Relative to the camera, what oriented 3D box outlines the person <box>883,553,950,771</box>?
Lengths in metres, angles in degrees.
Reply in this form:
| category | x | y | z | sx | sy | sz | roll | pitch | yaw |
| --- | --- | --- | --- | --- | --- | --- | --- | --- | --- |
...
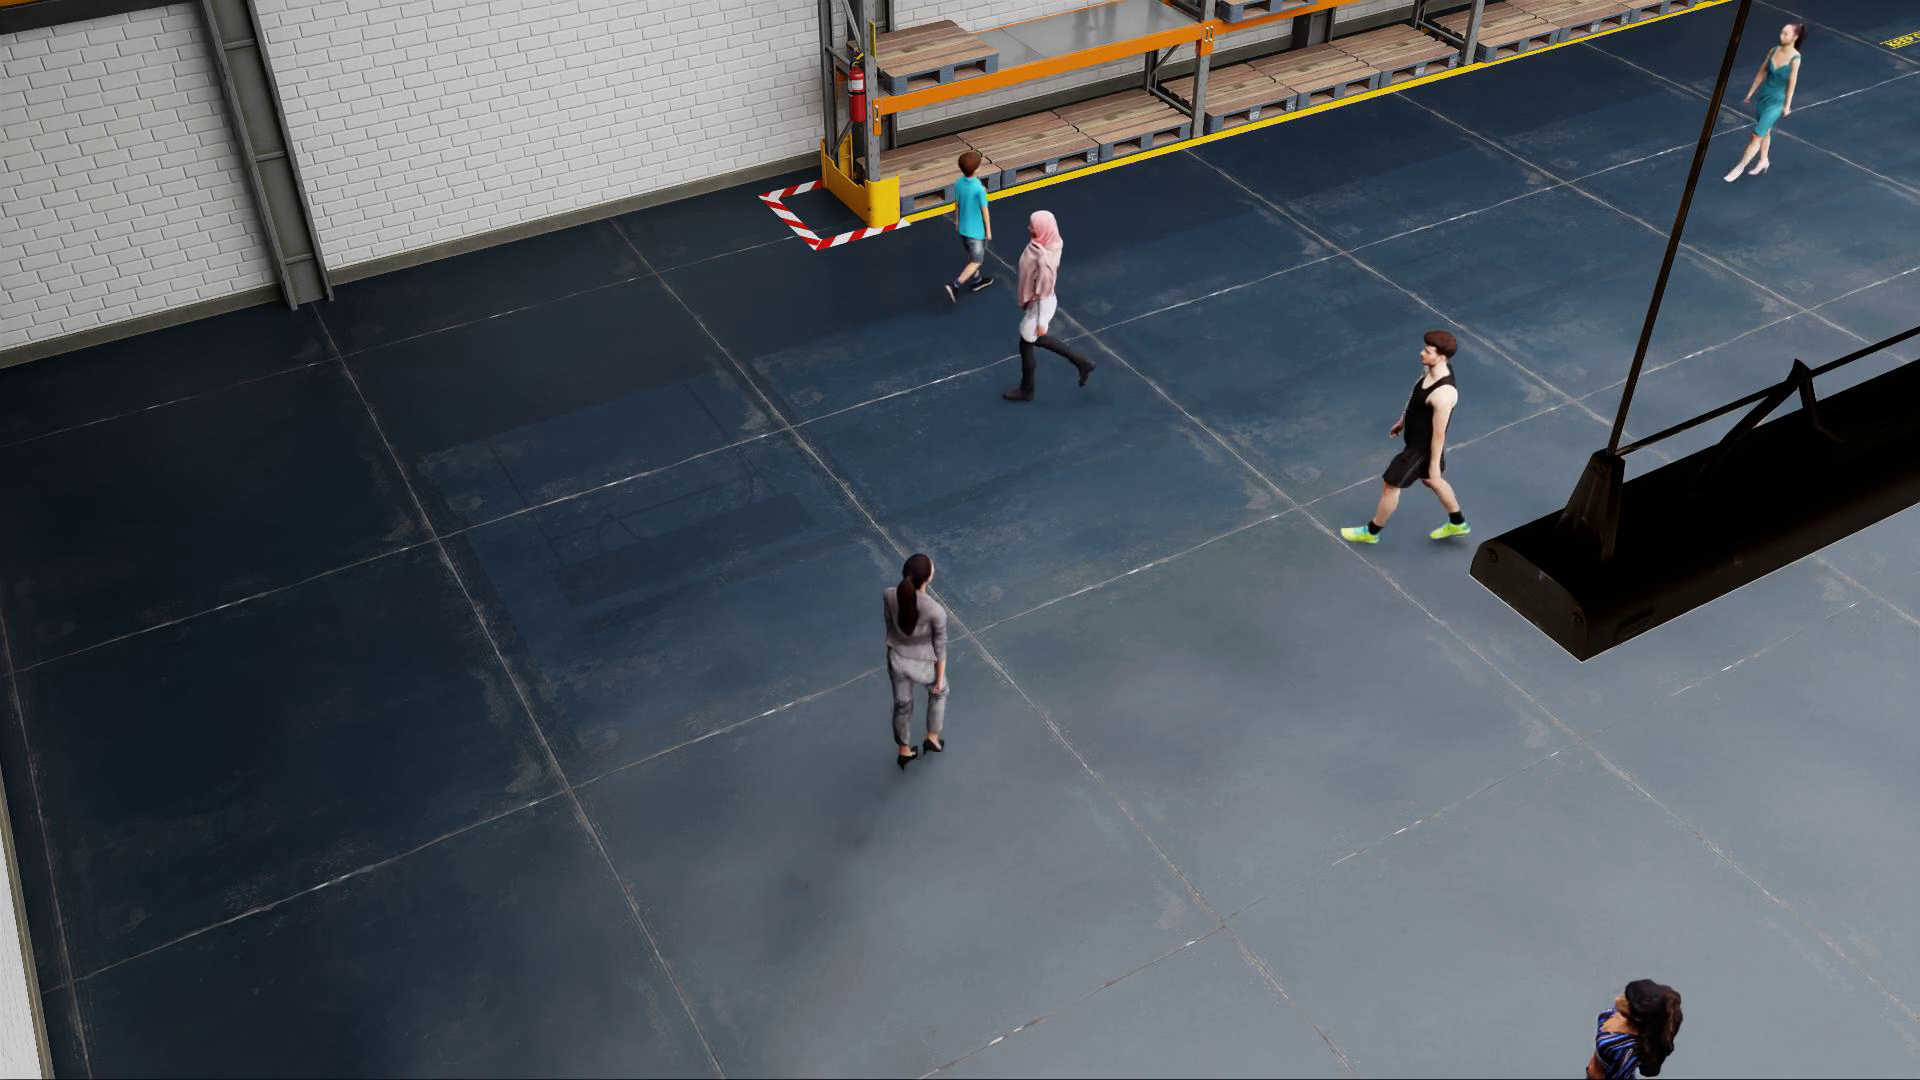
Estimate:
| category | x | y | z | sx | sy | sz | roll | pitch | yaw |
| --- | --- | --- | --- | --- | --- | --- | --- | --- | --- |
| person | -0.335 | 0.835 | 10.390 | 0.746 | 1.661 | 0.788 | 16 | 41 | 19 |

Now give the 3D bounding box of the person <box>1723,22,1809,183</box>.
| category | x | y | z | sx | sy | sz | roll | pitch | yaw |
| --- | --- | --- | --- | --- | --- | --- | --- | --- | --- |
| person | 8.384 | -4.487 | 17.053 | 0.883 | 1.663 | 0.673 | -14 | 41 | -16 |

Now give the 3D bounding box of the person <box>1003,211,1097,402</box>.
| category | x | y | z | sx | sy | sz | roll | pitch | yaw |
| --- | --- | --- | --- | --- | --- | --- | --- | --- | --- |
| person | 0.750 | -1.894 | 13.708 | 1.118 | 1.786 | 0.963 | 2 | 39 | 3 |

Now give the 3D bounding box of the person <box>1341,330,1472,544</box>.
| category | x | y | z | sx | sy | sz | roll | pitch | yaw |
| --- | --- | --- | --- | --- | --- | --- | --- | --- | --- |
| person | 3.477 | -0.705 | 12.168 | 1.278 | 1.850 | 1.146 | 5 | 39 | 7 |

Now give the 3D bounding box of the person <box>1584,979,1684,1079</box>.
| category | x | y | z | sx | sy | sz | roll | pitch | yaw |
| --- | --- | --- | --- | --- | --- | --- | --- | --- | --- |
| person | 3.169 | 2.669 | 8.137 | 0.754 | 1.608 | 0.678 | 13 | 40 | 16 |

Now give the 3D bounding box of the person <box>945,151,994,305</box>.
| category | x | y | z | sx | sy | sz | roll | pitch | yaw |
| --- | --- | --- | --- | --- | --- | --- | --- | --- | --- |
| person | 0.070 | -2.841 | 15.174 | 0.917 | 1.436 | 0.637 | -30 | 48 | -32 |
